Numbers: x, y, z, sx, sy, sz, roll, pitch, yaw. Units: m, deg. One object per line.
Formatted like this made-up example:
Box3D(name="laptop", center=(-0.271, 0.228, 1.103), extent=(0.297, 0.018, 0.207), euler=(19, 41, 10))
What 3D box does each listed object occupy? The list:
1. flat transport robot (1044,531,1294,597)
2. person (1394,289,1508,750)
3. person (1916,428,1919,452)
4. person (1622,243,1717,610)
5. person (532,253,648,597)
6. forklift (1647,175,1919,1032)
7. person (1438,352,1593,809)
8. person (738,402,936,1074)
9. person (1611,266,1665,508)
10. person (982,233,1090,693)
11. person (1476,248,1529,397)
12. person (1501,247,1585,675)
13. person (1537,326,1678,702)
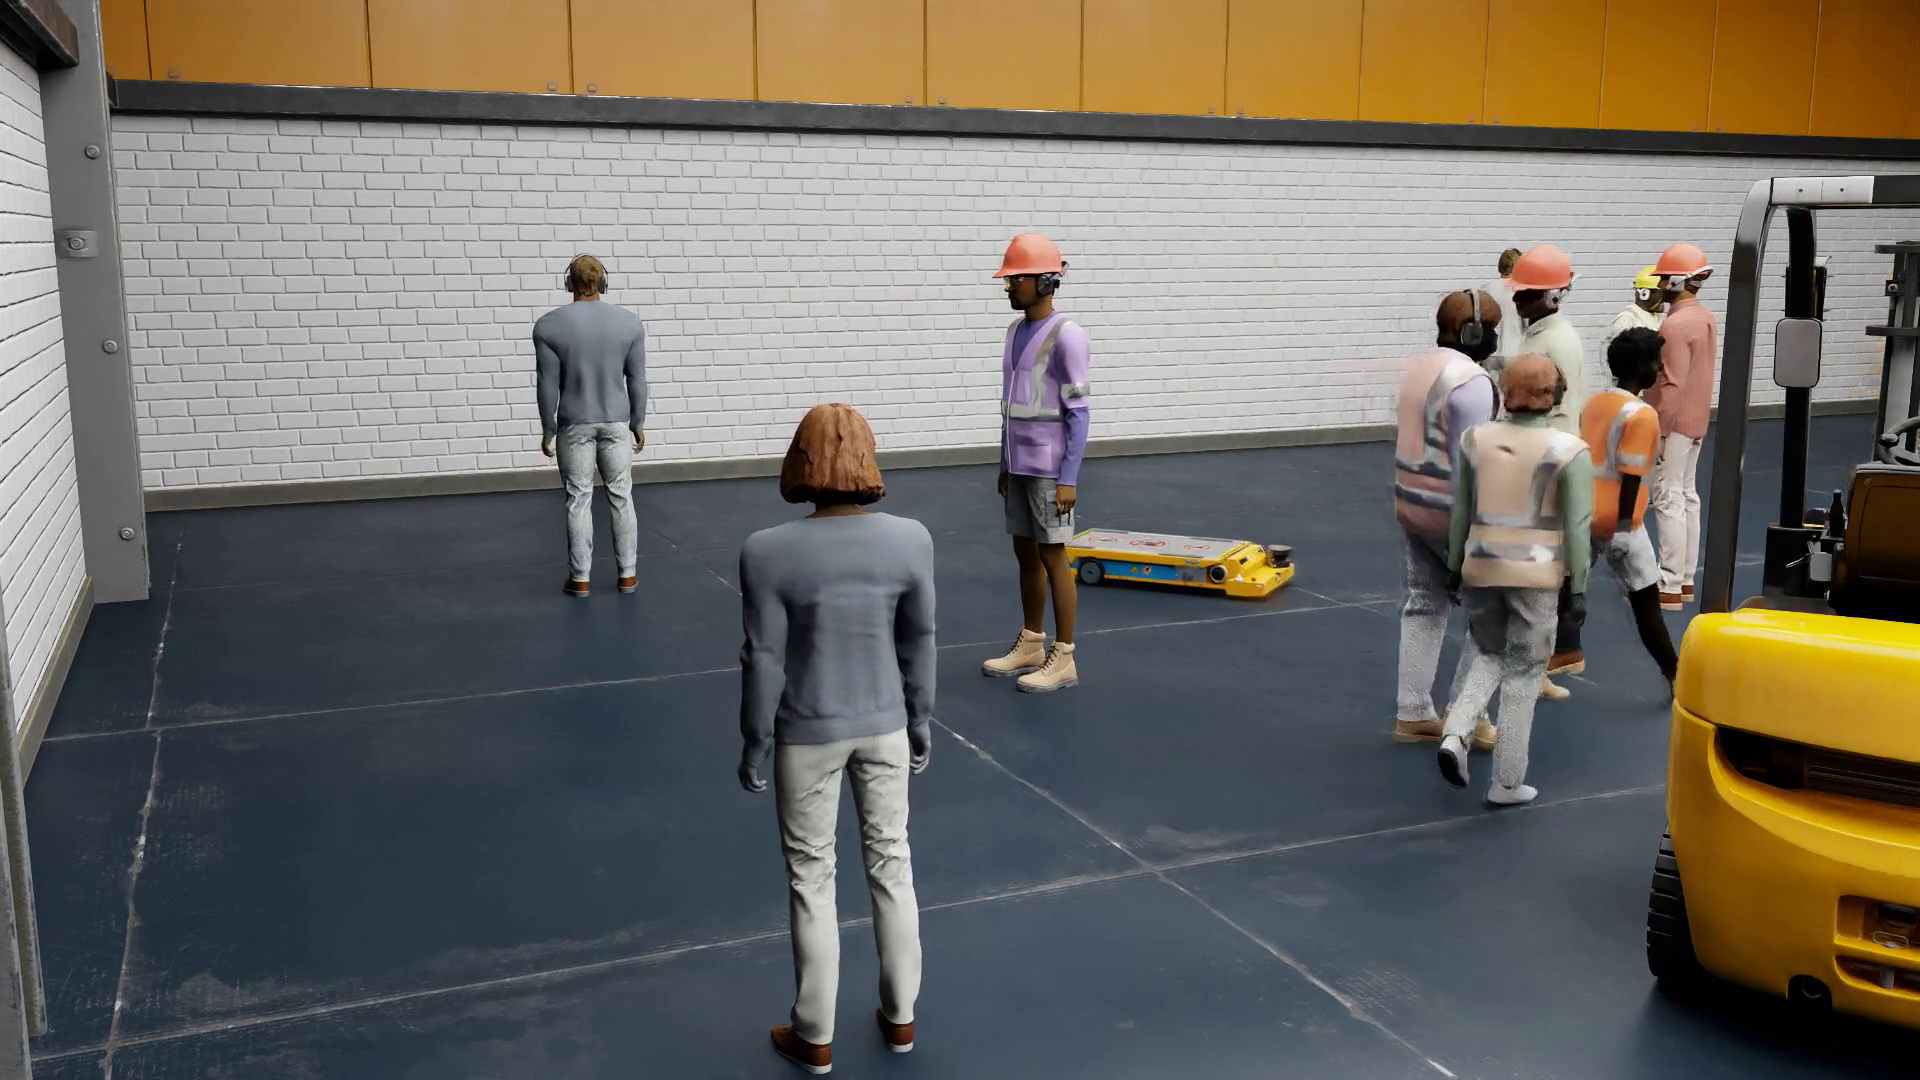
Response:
Box3D(name="flat transport robot", center=(1.188, 0.119, 9.826), extent=(1.431, 0.197, 0.652), euler=(5, 11, 26))
Box3D(name="person", center=(1.997, -0.070, 6.567), extent=(0.565, 1.824, 0.646), euler=(-1, 10, -7))
Box3D(name="person", center=(4.765, -0.357, 7.996), extent=(0.549, 1.899, 0.937), euler=(-2, 11, -12))
Box3D(name="person", center=(3.909, -0.616, 9.121), extent=(0.389, 1.992, 0.625), euler=(8, 13, 38))
Box3D(name="person", center=(-2.081, -0.642, 9.421), extent=(0.629, 1.940, 0.373), euler=(-4, 11, -22))
Box3D(name="forklift", center=(2.810, 0.094, 4.662), extent=(1.214, 2.155, 2.313), euler=(7, 12, 34))
Box3D(name="person", center=(1.966, 0.151, 5.892), extent=(0.385, 1.621, 0.552), euler=(-9, 14, -41))
Box3D(name="person", center=(-0.295, 0.483, 4.060), extent=(0.508, 1.632, 0.264), euler=(-5, 11, -25))
Box3D(name="person", center=(5.071, -1.122, 12.403), extent=(0.599, 1.824, 0.403), euler=(-8, 13, -39))
Box3D(name="person", center=(0.327, -0.339, 7.461), extent=(0.381, 2.041, 0.616), euler=(-5, 12, -27))
Box3D(name="person", center=(4.778, -1.577, 14.577), extent=(0.629, 1.940, 0.372), euler=(10, 14, 43))
Box3D(name="person", center=(2.717, -0.360, 7.797), extent=(0.476, 1.982, 0.659), euler=(1, 10, 4))
Box3D(name="person", center=(2.852, -0.093, 7.181), extent=(0.887, 1.638, 0.547), euler=(-2, 10, -11))
